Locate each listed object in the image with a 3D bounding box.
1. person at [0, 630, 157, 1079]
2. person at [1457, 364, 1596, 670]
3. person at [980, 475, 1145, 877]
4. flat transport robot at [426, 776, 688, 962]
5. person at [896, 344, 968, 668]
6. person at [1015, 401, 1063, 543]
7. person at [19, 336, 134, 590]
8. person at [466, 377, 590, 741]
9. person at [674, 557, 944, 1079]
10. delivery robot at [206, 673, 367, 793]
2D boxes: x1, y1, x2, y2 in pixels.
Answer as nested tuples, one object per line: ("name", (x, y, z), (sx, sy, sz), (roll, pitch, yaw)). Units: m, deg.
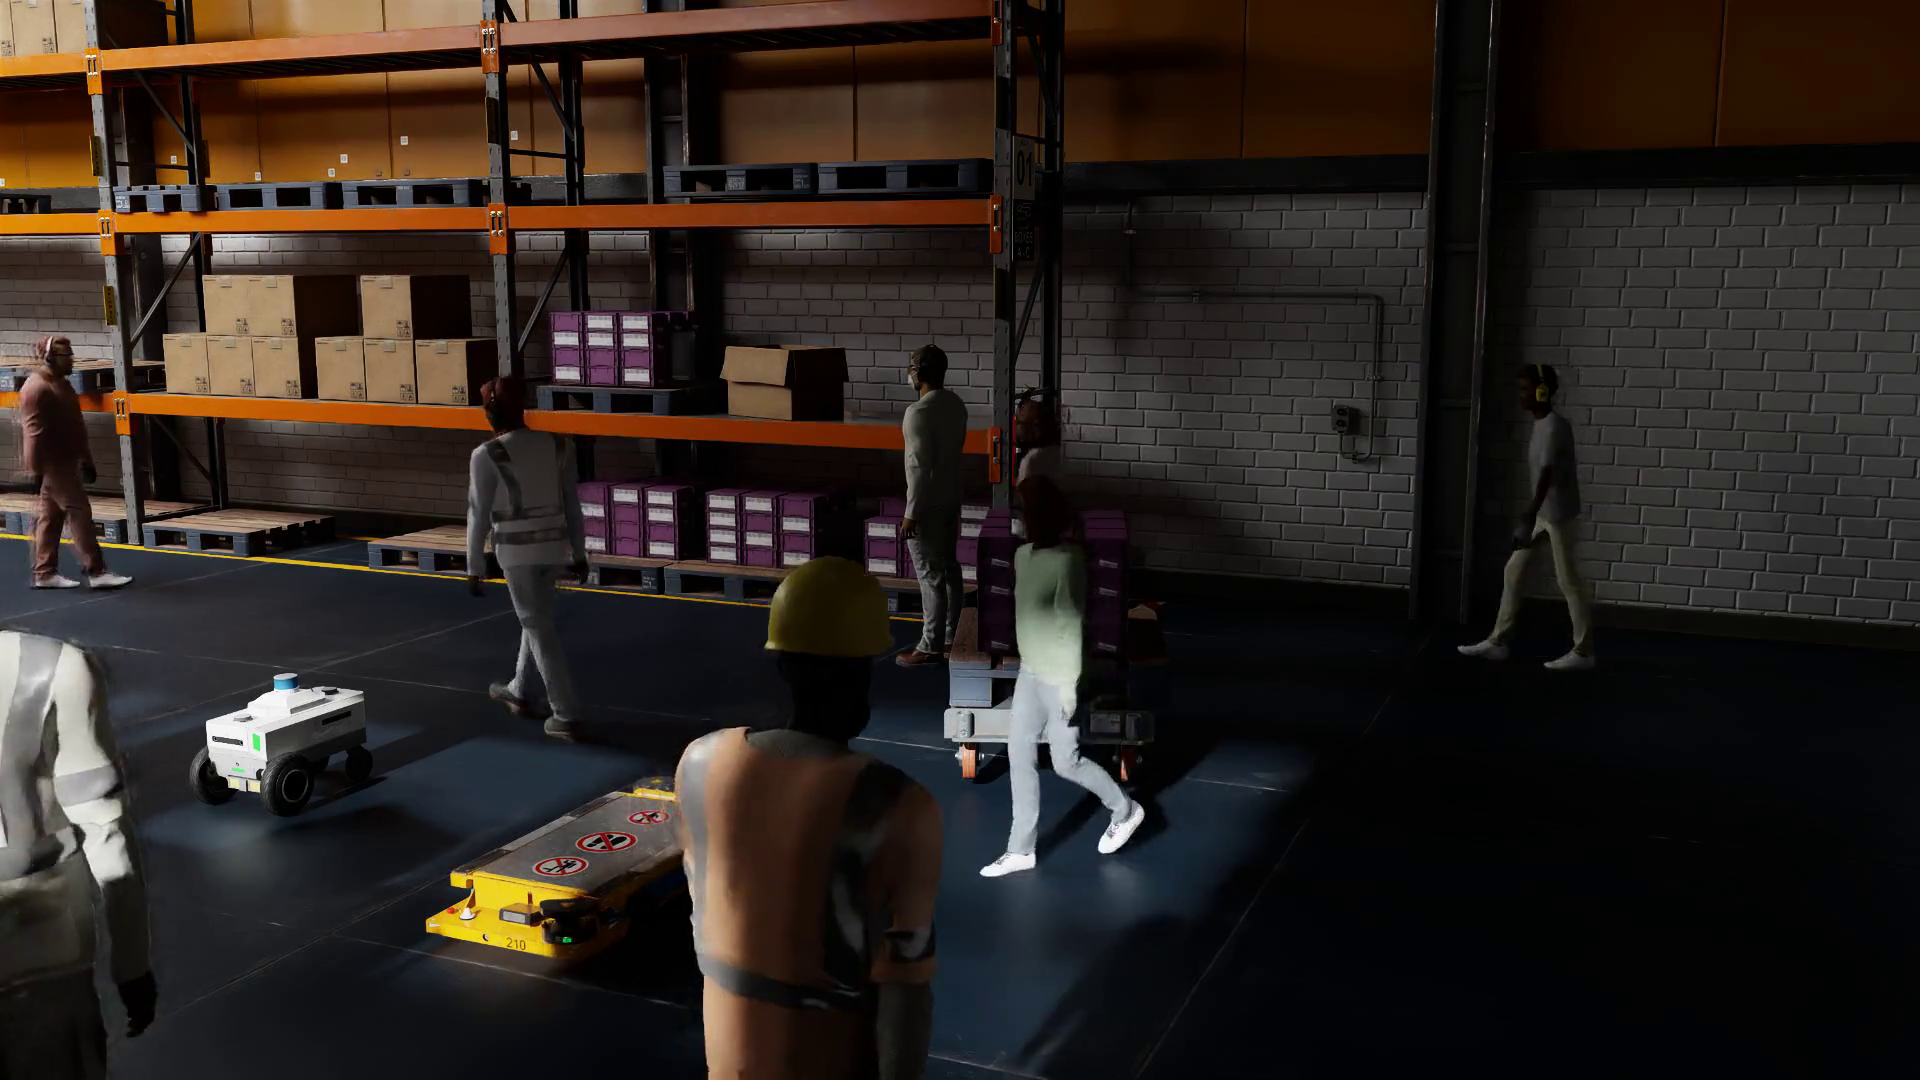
("person", (-2.010, 0.853, 3.461), (0.647, 2.013, 0.601), (-1, 10, -7))
("person", (3.402, -0.123, 9.871), (0.885, 1.822, 0.506), (1, 10, 5))
("person", (0.423, 0.534, 6.580), (0.635, 1.610, 0.513), (-5, 11, -28))
("flat transport robot", (-1.319, 1.227, 6.414), (0.652, 0.197, 1.431), (4, 10, 23))
("person", (-0.173, -0.200, 9.979), (0.372, 1.940, 0.630), (4, 10, 22))
("person", (0.518, -0.009, 9.761), (0.560, 1.621, 0.517), (5, 11, 26))
("person", (-6.494, -0.554, 12.255), (0.821, 1.877, 0.679), (-2, 10, -11))
("person", (-2.285, 0.086, 8.545), (0.943, 1.839, 0.603), (8, 12, 39))
("person", (-0.257, 0.962, 3.202), (0.607, 1.879, 0.992), (5, 10, 25))
("delivery robot", (-3.044, 0.849, 7.548), (0.477, 0.478, 0.707), (4, 10, 23))
